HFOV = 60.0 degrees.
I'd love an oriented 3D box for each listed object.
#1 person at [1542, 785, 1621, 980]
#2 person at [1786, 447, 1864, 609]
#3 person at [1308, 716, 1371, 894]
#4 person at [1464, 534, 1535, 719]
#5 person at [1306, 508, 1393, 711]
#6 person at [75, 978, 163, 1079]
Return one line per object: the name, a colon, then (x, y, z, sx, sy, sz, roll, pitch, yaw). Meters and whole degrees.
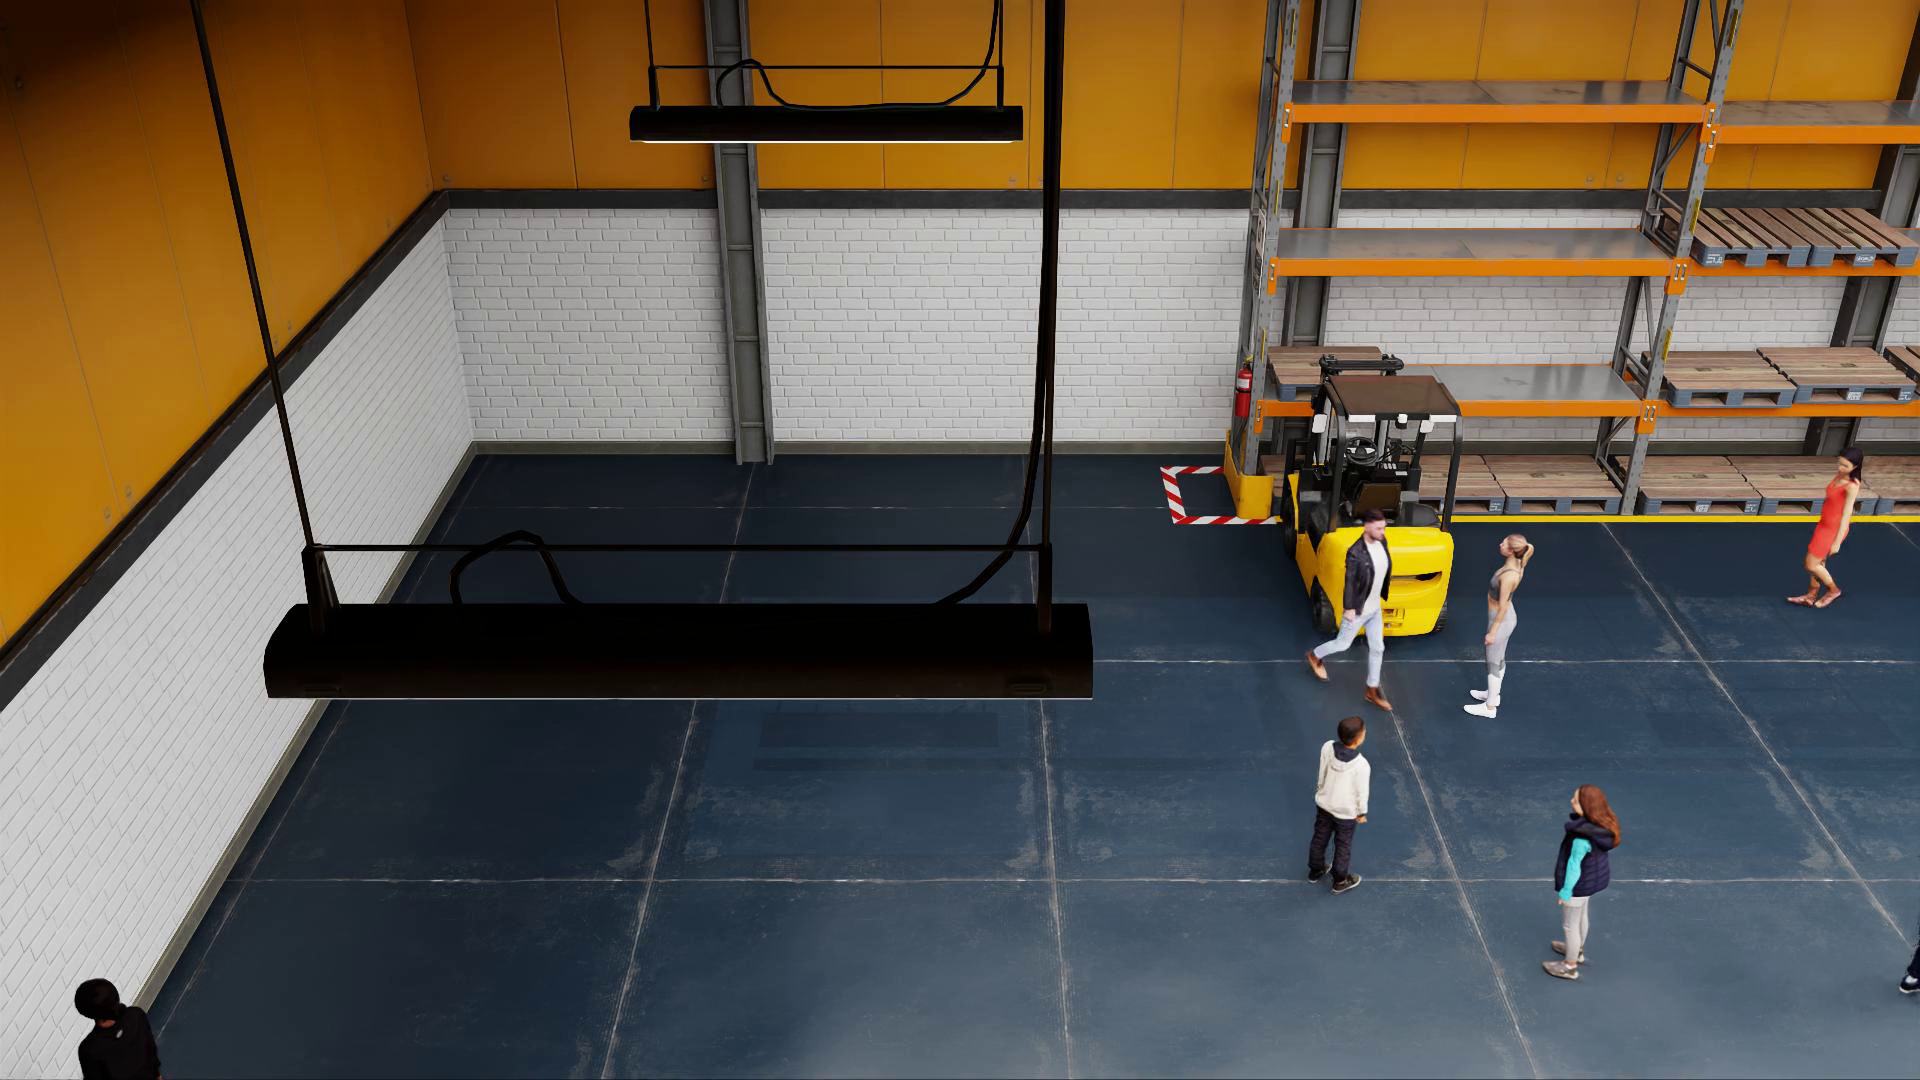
person: (4.194, 2.290, 11.233, 0.718, 1.494, 0.680, 16, 33, 27)
person: (8.122, -0.071, 15.340, 0.711, 1.707, 0.698, 6, 29, 11)
person: (2.714, 1.902, 11.989, 0.727, 1.452, 0.677, -24, 37, -37)
person: (4.527, 0.703, 13.925, 0.679, 1.703, 0.659, 14, 32, 25)
person: (3.350, 0.533, 14.130, 1.164, 1.805, 1.170, -21, 35, -33)
person: (-4.730, 3.146, 9.476, 0.672, 1.674, 0.672, 13, 31, 22)
